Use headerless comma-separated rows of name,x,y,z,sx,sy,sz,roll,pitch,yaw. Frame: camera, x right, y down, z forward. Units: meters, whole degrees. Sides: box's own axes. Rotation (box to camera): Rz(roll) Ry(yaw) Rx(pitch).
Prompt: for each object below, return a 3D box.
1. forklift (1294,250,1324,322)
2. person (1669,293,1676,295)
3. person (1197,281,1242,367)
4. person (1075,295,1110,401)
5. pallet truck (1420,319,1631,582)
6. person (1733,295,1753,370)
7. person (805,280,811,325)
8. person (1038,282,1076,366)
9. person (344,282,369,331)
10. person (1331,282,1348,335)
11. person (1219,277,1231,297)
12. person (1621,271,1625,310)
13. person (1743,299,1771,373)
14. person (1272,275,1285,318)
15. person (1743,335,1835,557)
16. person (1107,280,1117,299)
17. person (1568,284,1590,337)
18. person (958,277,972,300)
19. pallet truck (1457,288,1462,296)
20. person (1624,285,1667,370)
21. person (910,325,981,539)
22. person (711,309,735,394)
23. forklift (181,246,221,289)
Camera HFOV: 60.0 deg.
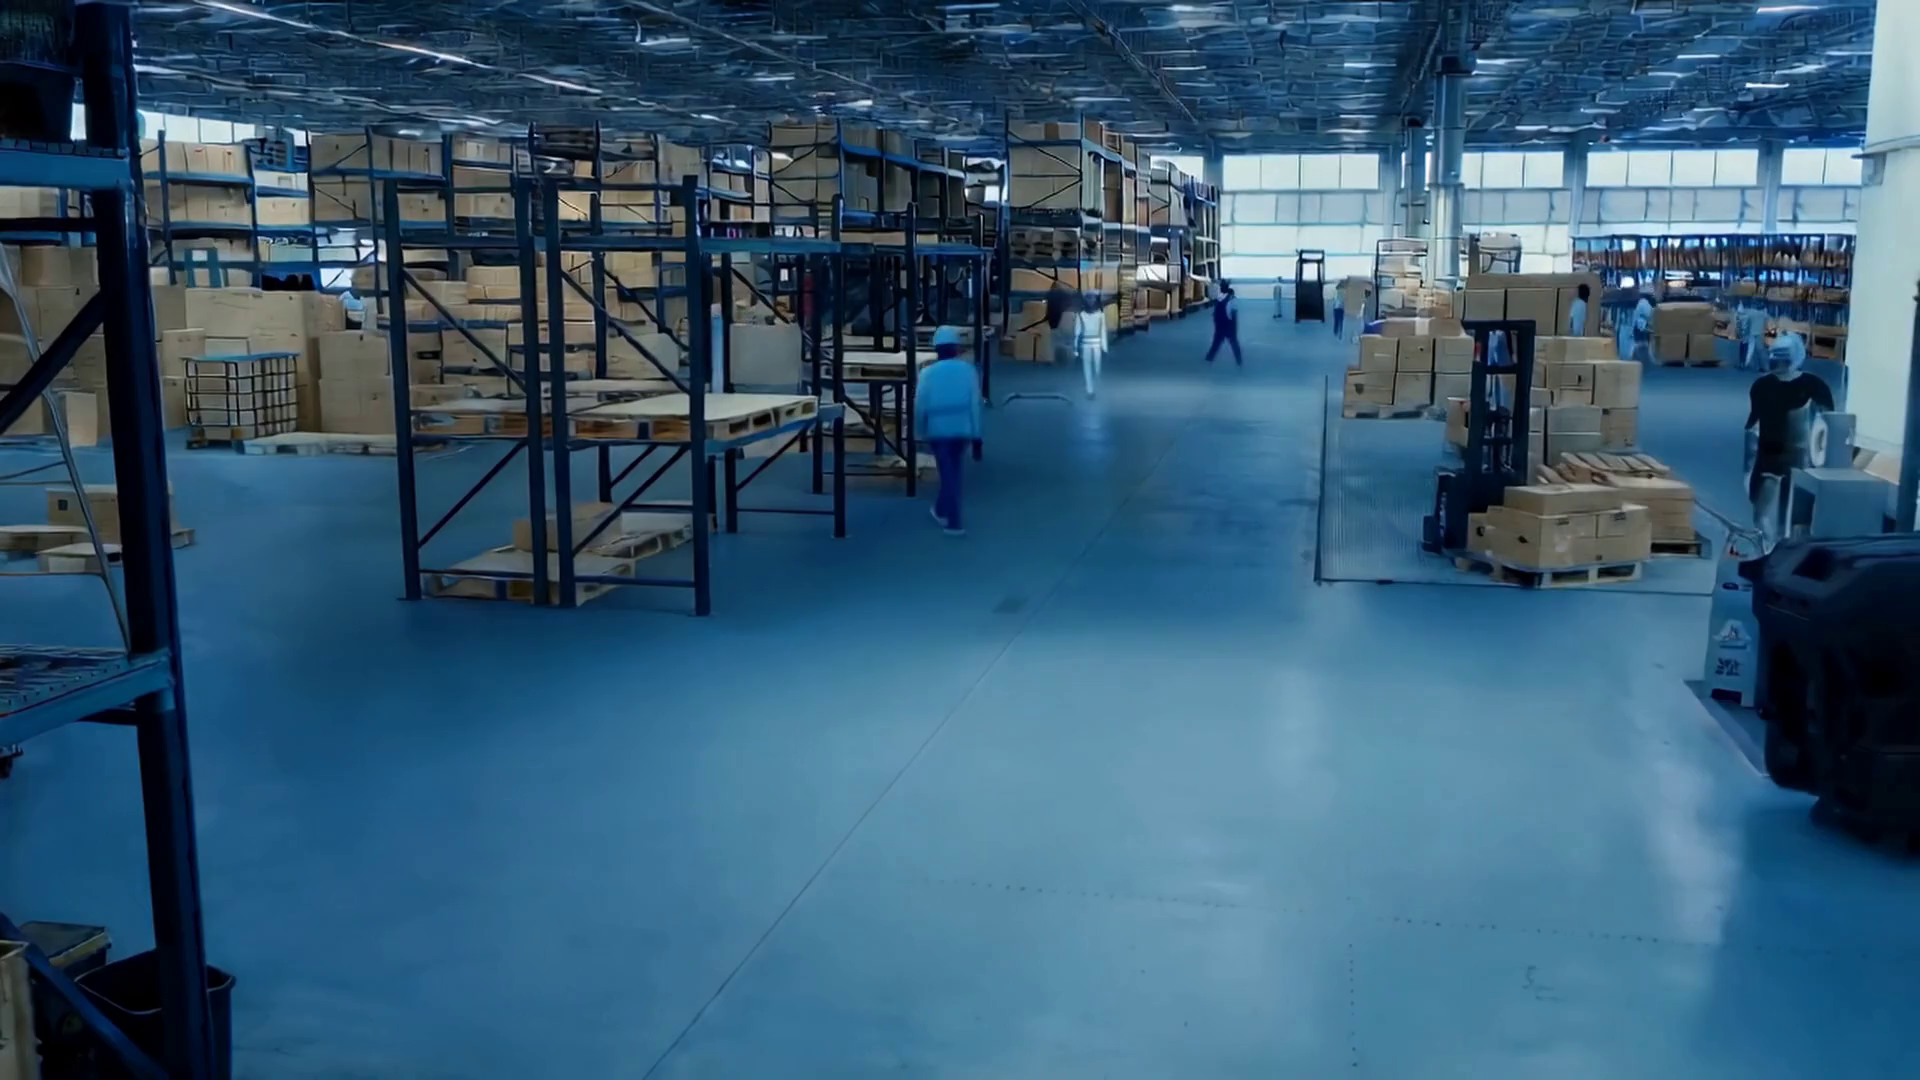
forklift,13.778,-10.002,65.433,1.129,2.768,1.873,2,10,12
person,34.613,-12.040,80.611,0.404,1.830,0.588,-5,11,-25
person,6.044,-5.006,38.334,1.018,2.000,0.691,-3,10,-18
person,2.311,-3.389,29.333,0.589,1.859,0.880,-1,10,-5
pallet truck,4.543,-0.757,13.299,0.823,1.965,1.885,-4,10,-22
person,17.681,-4.677,37.421,0.350,1.686,0.535,1,10,7
person,-5.619,-8.881,62.315,0.536,1.691,0.318,-3,10,-18
person,2.250,-4.999,38.534,0.852,1.964,0.612,-4,10,-21
person,-14.999,-5.452,41.374,0.587,1.911,0.397,-7,12,-37
person,12.418,-7.578,54.514,0.539,1.722,0.912,3,10,15
person,12.301,-11.417,77.352,0.550,1.678,0.431,-3,10,-17
person,31.841,-12.017,80.272,0.948,1.907,0.623,-4,11,-24
person,17.413,-4.457,36.336,0.351,1.622,0.556,-8,12,-39
person,13.430,-10.281,70.228,0.404,1.824,0.589,-7,12,-34
person,5.947,-0.509,12.013,0.369,1.936,0.630,-5,11,-28
person,6.491,-10.485,71.078,0.552,1.936,0.358,-4,10,-22
person,13.880,-4.840,37.683,0.757,1.931,0.649,2,10,14
person,0.222,-10.950,74.183,0.610,1.818,0.555,1,10,8
pallet truck,20.506,-9.785,68.819,0.653,1.274,1.630,2,10,12
person,15.405,-4.756,37.305,0.989,1.885,0.560,3,10,15
person,-0.158,-0.985,15.023,0.596,1.875,0.982,-5,11,-27
person,-4.138,-3.170,28.712,0.531,1.608,0.740,5,11,28
forklift,-20.388,-6.521,44.821,1.129,2.768,1.873,3,10,15
